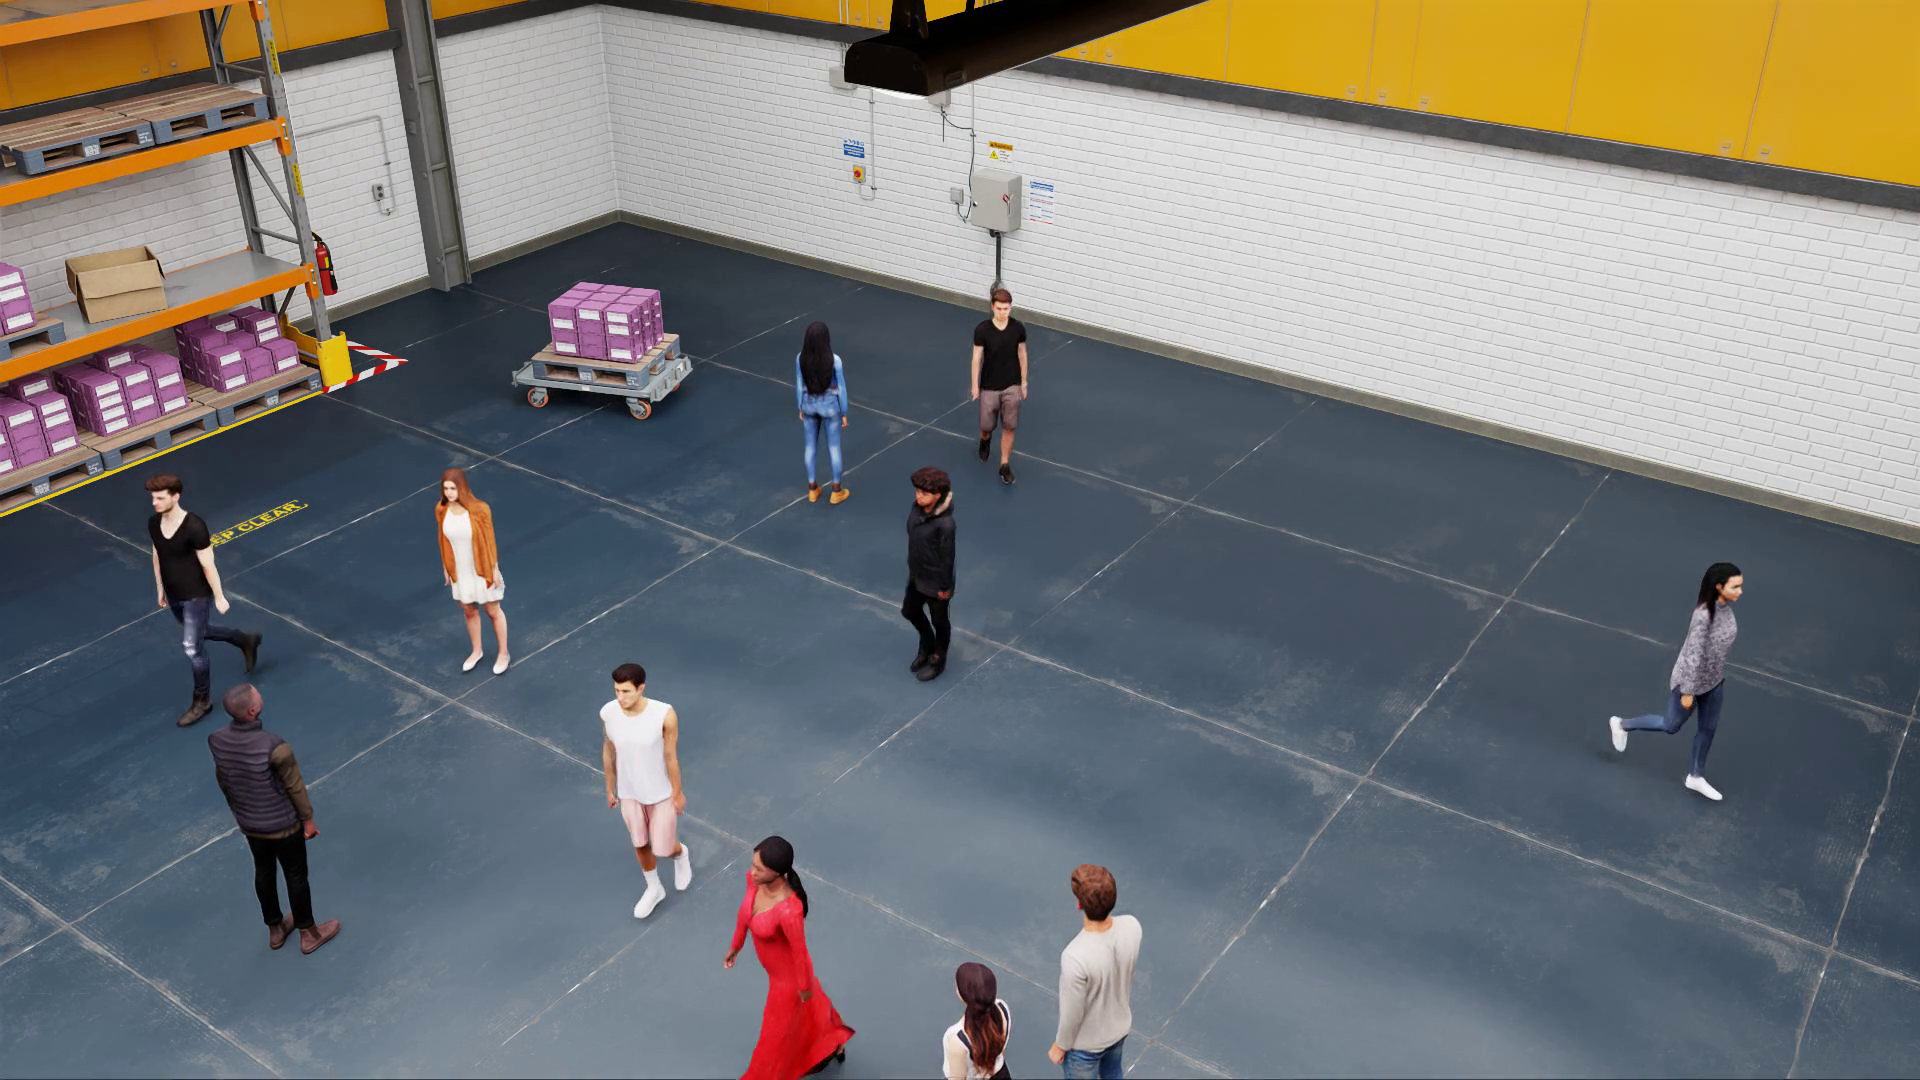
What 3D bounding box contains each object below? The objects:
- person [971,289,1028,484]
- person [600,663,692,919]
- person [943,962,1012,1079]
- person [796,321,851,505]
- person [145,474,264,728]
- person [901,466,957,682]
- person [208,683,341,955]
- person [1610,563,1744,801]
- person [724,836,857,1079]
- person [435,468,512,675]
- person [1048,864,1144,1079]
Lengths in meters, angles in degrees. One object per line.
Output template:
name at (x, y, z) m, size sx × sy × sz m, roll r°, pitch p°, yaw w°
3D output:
person at (0.365, -1.470, 15.374) m, size 0.975 × 1.849 × 1.035 m, roll -5°, pitch 29°, yaw -9°
person at (-1.853, 1.460, 10.082) m, size 0.782 × 1.773 × 0.856 m, roll 8°, pitch 30°, yaw 14°
person at (0.097, 2.687, 7.966) m, size 0.613 × 1.646 × 0.481 m, roll 21°, pitch 35°, yaw 34°
person at (-1.242, -1.142, 14.916) m, size 0.678 × 1.712 × 0.649 m, roll 7°, pitch 29°, yaw 13°
person at (-5.499, 0.348, 12.019) m, size 0.793 × 1.870 × 1.203 m, roll 13°, pitch 31°, yaw 22°
person at (-0.159, 0.221, 12.363) m, size 0.633 × 1.764 × 0.693 m, roll -24°, pitch 37°, yaw -37°
person at (-4.038, 1.623, 9.718) m, size 0.769 × 1.835 × 0.695 m, roll 7°, pitch 29°, yaw 13°
person at (4.873, 0.902, 11.170) m, size 1.066 × 1.711 × 0.883 m, roll -22°, pitch 35°, yaw -34°
person at (-0.841, 2.234, 8.702) m, size 1.243 × 1.736 × 0.957 m, roll -15°, pitch 32°, yaw -26°
person at (-3.633, 0.206, 12.441) m, size 0.693 × 1.716 × 0.718 m, roll 2°, pitch 29°, yaw 4°
person at (0.676, 2.401, 8.223) m, size 0.606 × 1.900 × 0.777 m, roll -22°, pitch 36°, yaw -35°
